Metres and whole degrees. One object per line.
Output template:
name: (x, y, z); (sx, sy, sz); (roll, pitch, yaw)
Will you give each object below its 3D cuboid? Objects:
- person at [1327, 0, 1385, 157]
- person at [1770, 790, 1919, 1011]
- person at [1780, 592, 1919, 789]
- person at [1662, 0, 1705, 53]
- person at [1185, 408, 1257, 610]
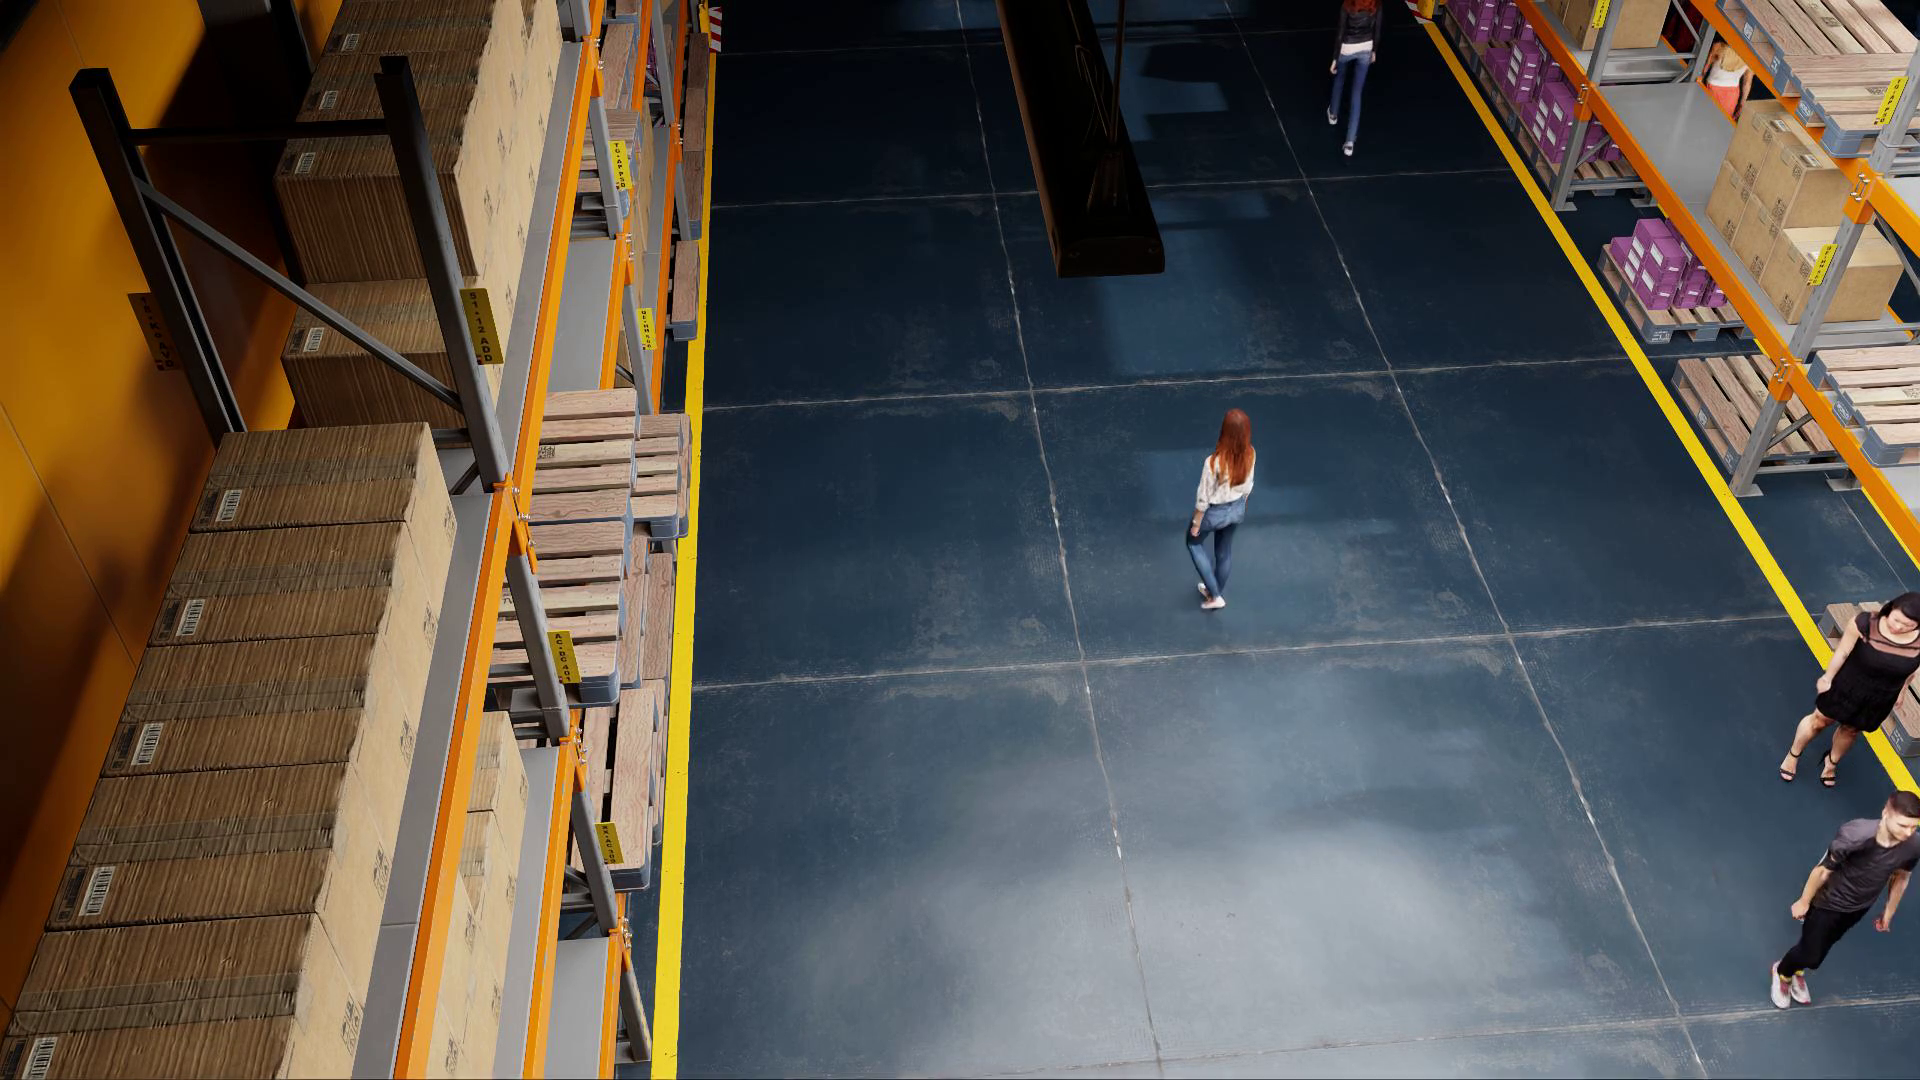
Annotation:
person: (3.751, -4.500, 15.772); (0.711, 1.743, 1.252); (1, 44, 1)
person: (4.779, 1.882, 9.062); (0.654, 1.757, 0.599); (-2, 44, -2)
person: (5.478, 0.900, 10.125); (0.727, 1.713, 0.724); (11, 45, 12)
person: (7.661, -5.840, 17.255); (0.737, 1.637, 0.717); (-17, 46, -17)
person: (1.796, -0.132, 11.202); (0.699, 1.722, 0.758); (-18, 46, -18)
